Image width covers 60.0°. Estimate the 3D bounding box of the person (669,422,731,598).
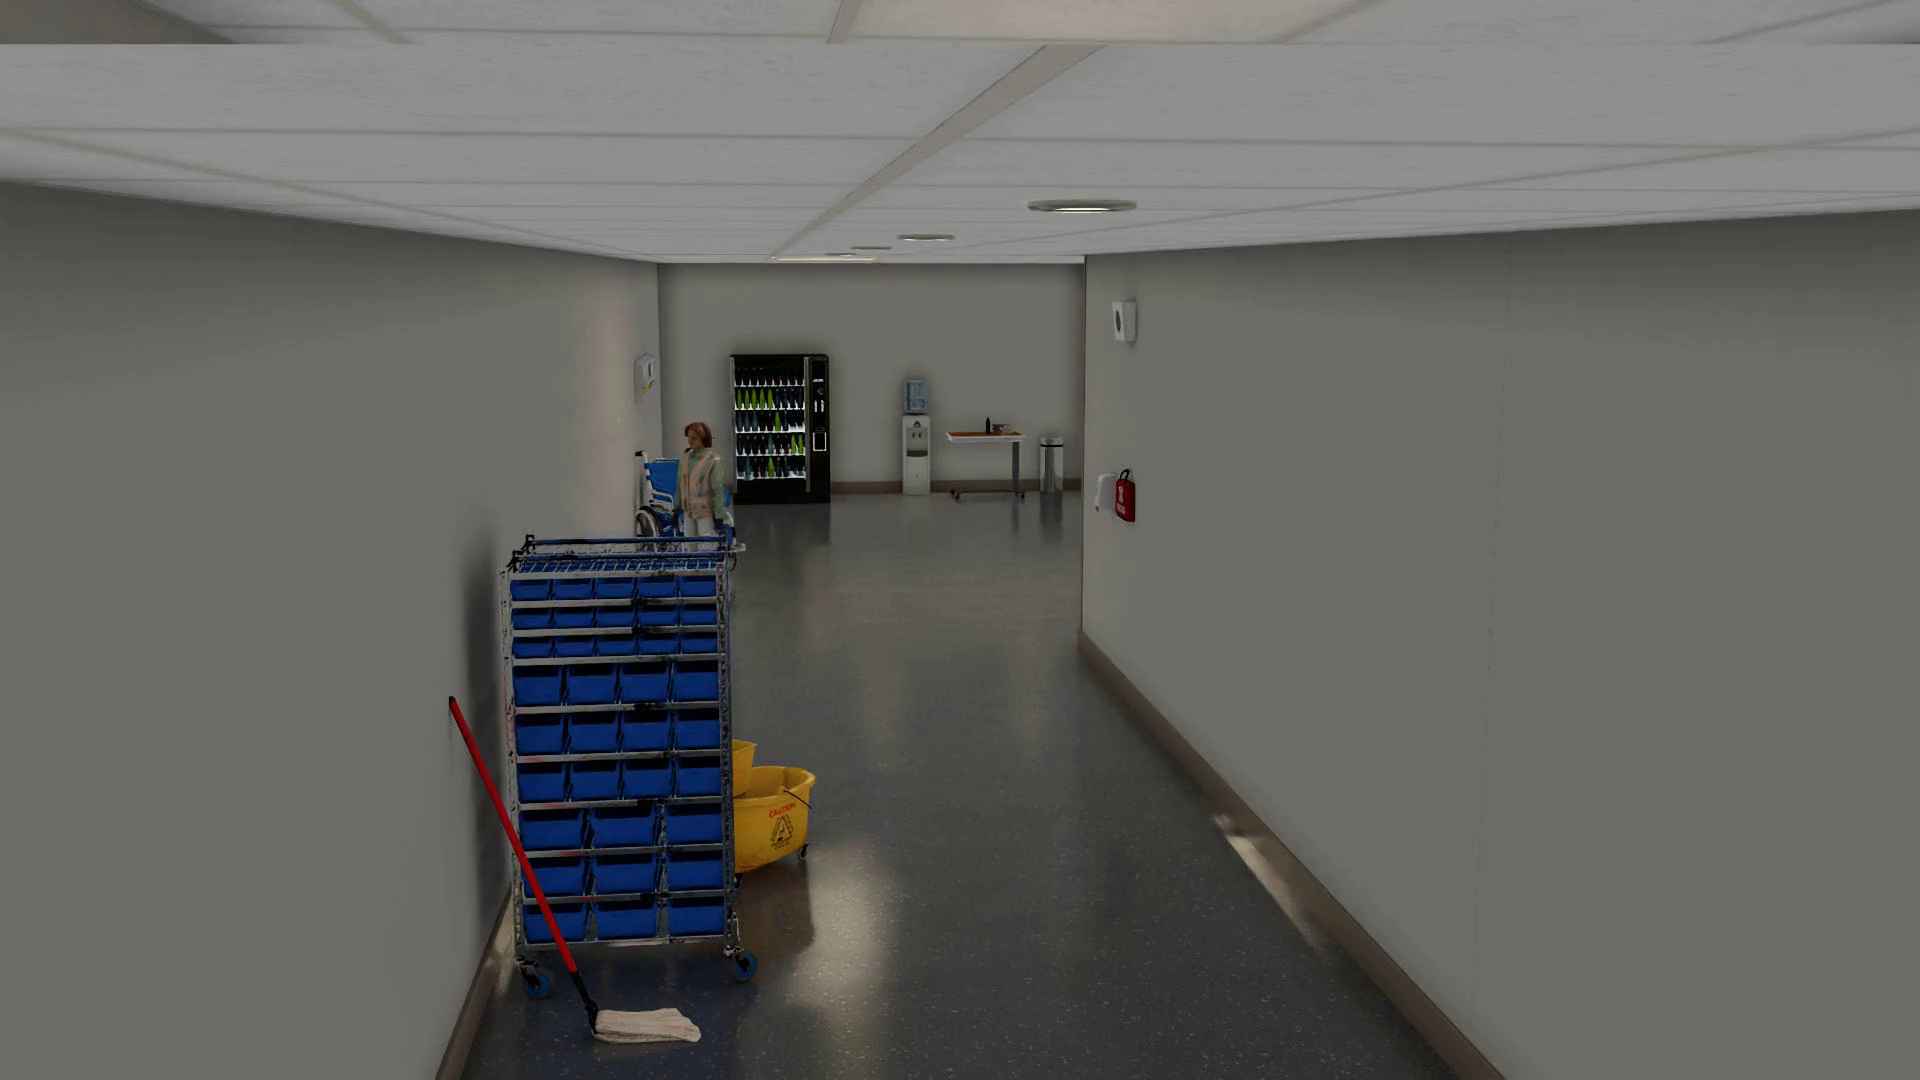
[{"bbox_3d":[-2.245,-0.193,14.200,0.537,1.633,0.397,8,12,41],"label":"person"}]
